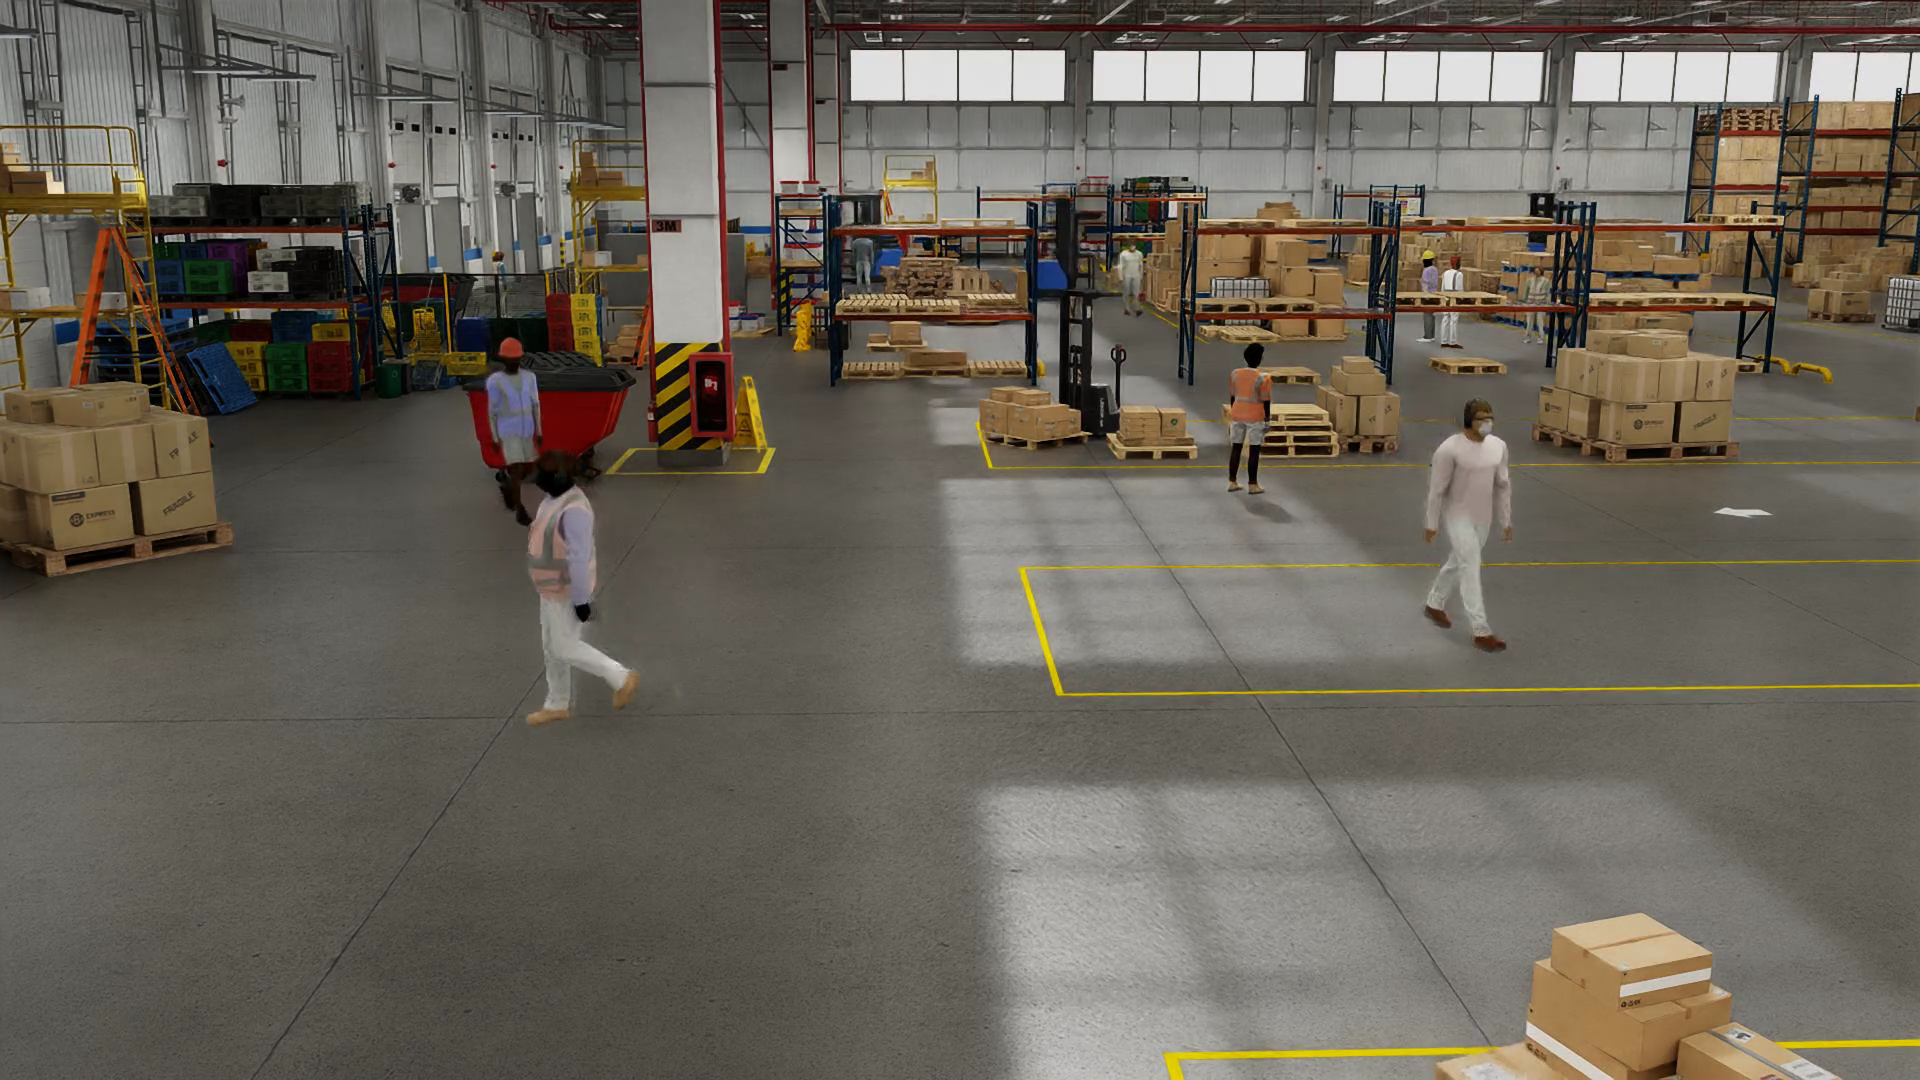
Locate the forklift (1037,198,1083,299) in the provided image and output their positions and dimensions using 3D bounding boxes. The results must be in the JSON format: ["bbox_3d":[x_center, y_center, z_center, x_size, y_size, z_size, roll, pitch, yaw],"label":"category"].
[{"bbox_3d":[2.865,-8.203,46.757,1.873,2.768,1.129,0,12,-2],"label":"forklift"}]

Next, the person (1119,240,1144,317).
[{"bbox_3d":[4.271,-6.499,41.316,0.654,1.884,1.033,-2,13,-11],"label":"person"}]

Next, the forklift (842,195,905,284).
[{"bbox_3d":[-2.798,-9.611,53.114,1.873,2.768,1.129,-7,14,-28],"label":"forklift"}]

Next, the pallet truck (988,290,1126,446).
[{"bbox_3d":[1.257,-2.299,22.111,1.885,1.965,0.823,-9,15,-35],"label":"pallet truck"}]

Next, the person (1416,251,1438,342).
[{"bbox_3d":[9.865,-5.137,35.117,0.406,1.918,0.583,8,15,31],"label":"person"}]

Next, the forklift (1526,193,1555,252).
[{"bbox_3d":[20.111,-10.645,57.784,1.873,2.768,1.129,-5,13,-20],"label":"forklift"}]

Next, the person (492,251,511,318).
[{"bbox_3d":[-11.296,-6.264,40.852,0.323,1.631,0.523,-11,16,-40],"label":"person"}]

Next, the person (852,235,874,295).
[{"bbox_3d":[-2.805,-8.008,48.027,0.630,1.936,0.366,1,13,3],"label":"person"}]

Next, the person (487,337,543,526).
[{"bbox_3d":[-4.578,-1.131,17.006,0.545,1.923,0.688,-12,17,-43],"label":"person"}]

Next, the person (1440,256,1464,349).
[{"bbox_3d":[9.990,-4.808,33.702,0.355,1.883,0.575,-6,14,-25],"label":"person"}]

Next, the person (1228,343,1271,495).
[{"bbox_3d":[3.221,-1.346,18.510,0.535,1.690,0.320,10,16,39],"label":"person"}]

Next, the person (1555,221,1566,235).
[{"bbox_3d":[19.948,-9.604,55.220,0.545,1.942,0.353,-10,16,-39],"label":"person"}]

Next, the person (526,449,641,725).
[{"bbox_3d":[-2.487,0.303,10.756,0.648,1.828,0.627,-6,14,-24],"label":"person"}]

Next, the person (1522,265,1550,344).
[{"bbox_3d":[12.033,-4.912,34.727,0.523,1.638,0.310,10,16,38],"label":"person"}]

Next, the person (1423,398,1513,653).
[{"bbox_3d":[3.881,-0.158,12.724,0.645,1.887,1.062,-5,14,-23],"label":"person"}]
